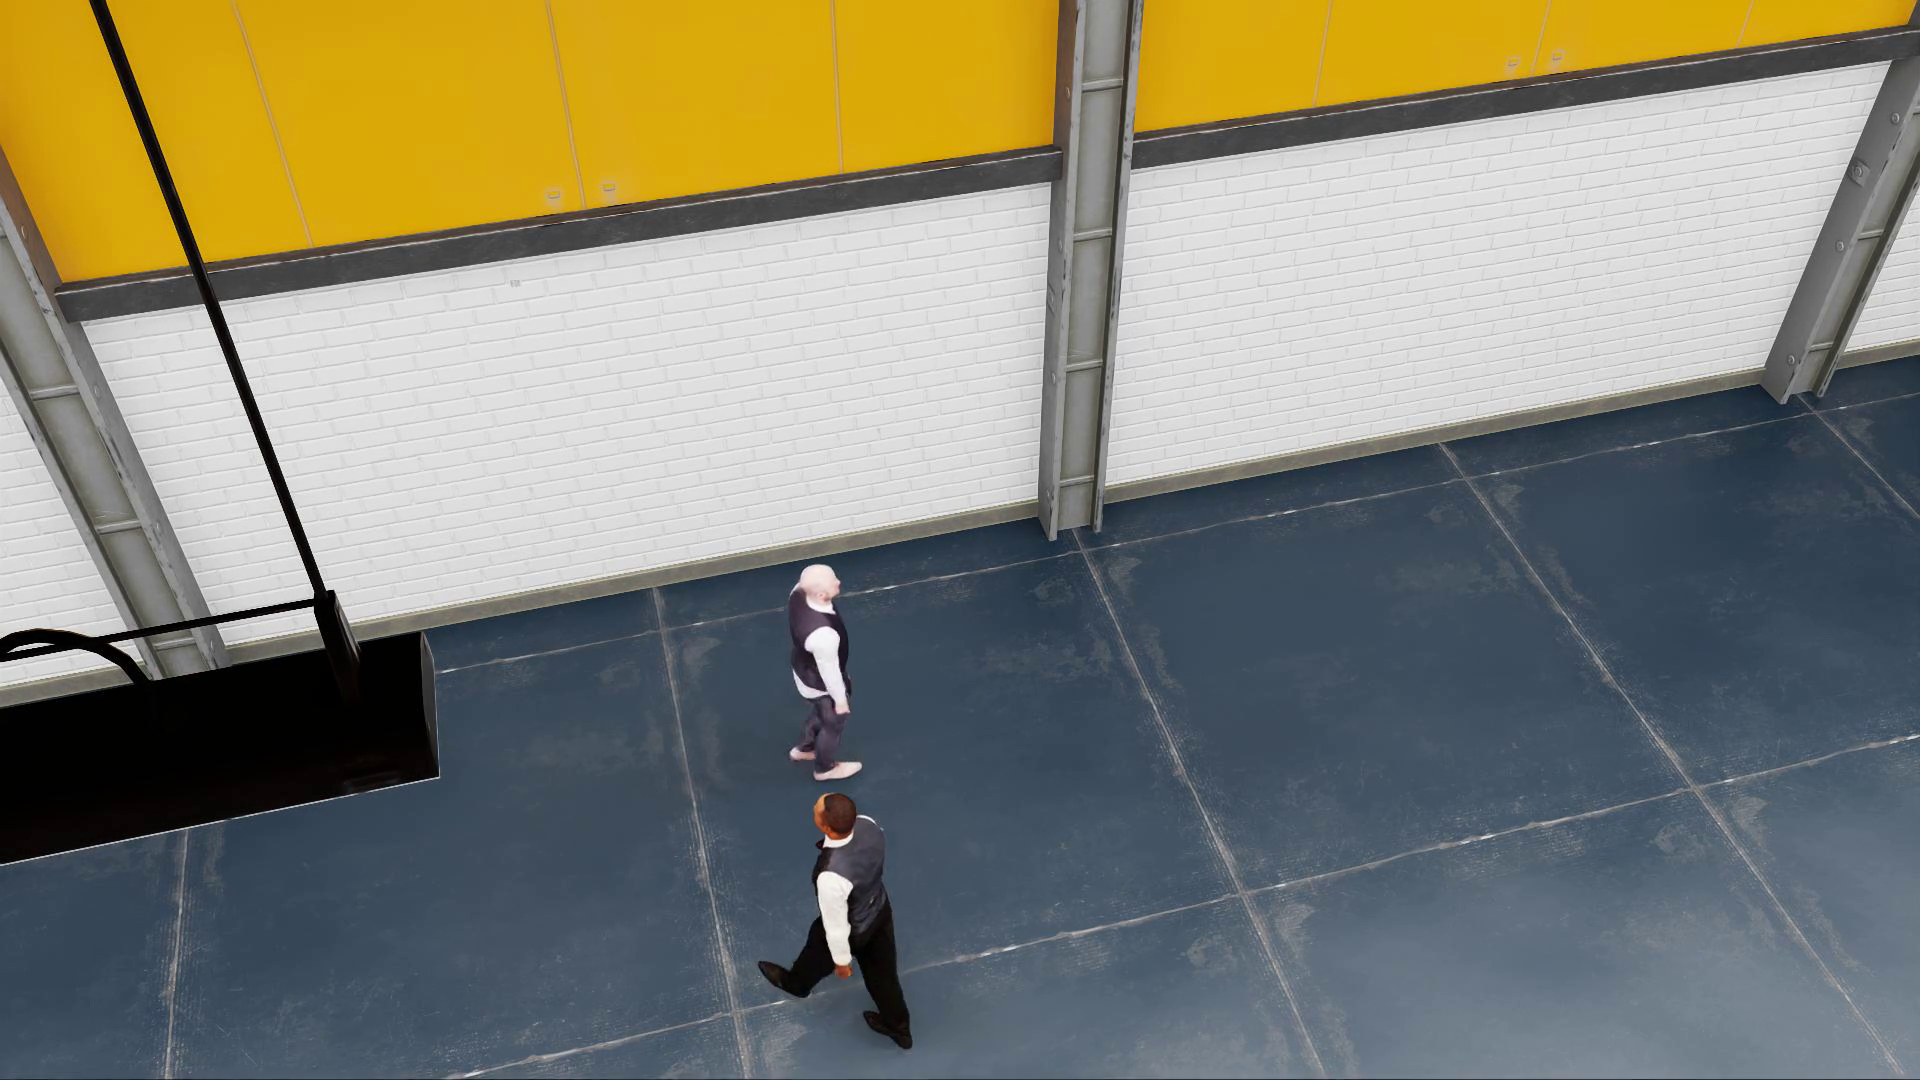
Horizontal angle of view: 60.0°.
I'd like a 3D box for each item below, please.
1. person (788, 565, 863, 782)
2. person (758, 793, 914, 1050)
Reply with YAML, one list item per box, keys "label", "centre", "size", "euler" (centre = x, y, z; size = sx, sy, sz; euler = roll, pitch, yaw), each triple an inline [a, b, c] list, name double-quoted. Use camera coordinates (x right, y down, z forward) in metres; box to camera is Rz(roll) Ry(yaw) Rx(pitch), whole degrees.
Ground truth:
- label: "person"
  centre: [-0.881, 0.825, 9.746]
  size: [0.717, 1.802, 0.729]
  euler: [-15, 46, -16]
- label: "person"
  centre: [-0.463, 1.987, 8.476]
  size: [1.269, 1.873, 1.213]
  euler: [22, 48, 21]
